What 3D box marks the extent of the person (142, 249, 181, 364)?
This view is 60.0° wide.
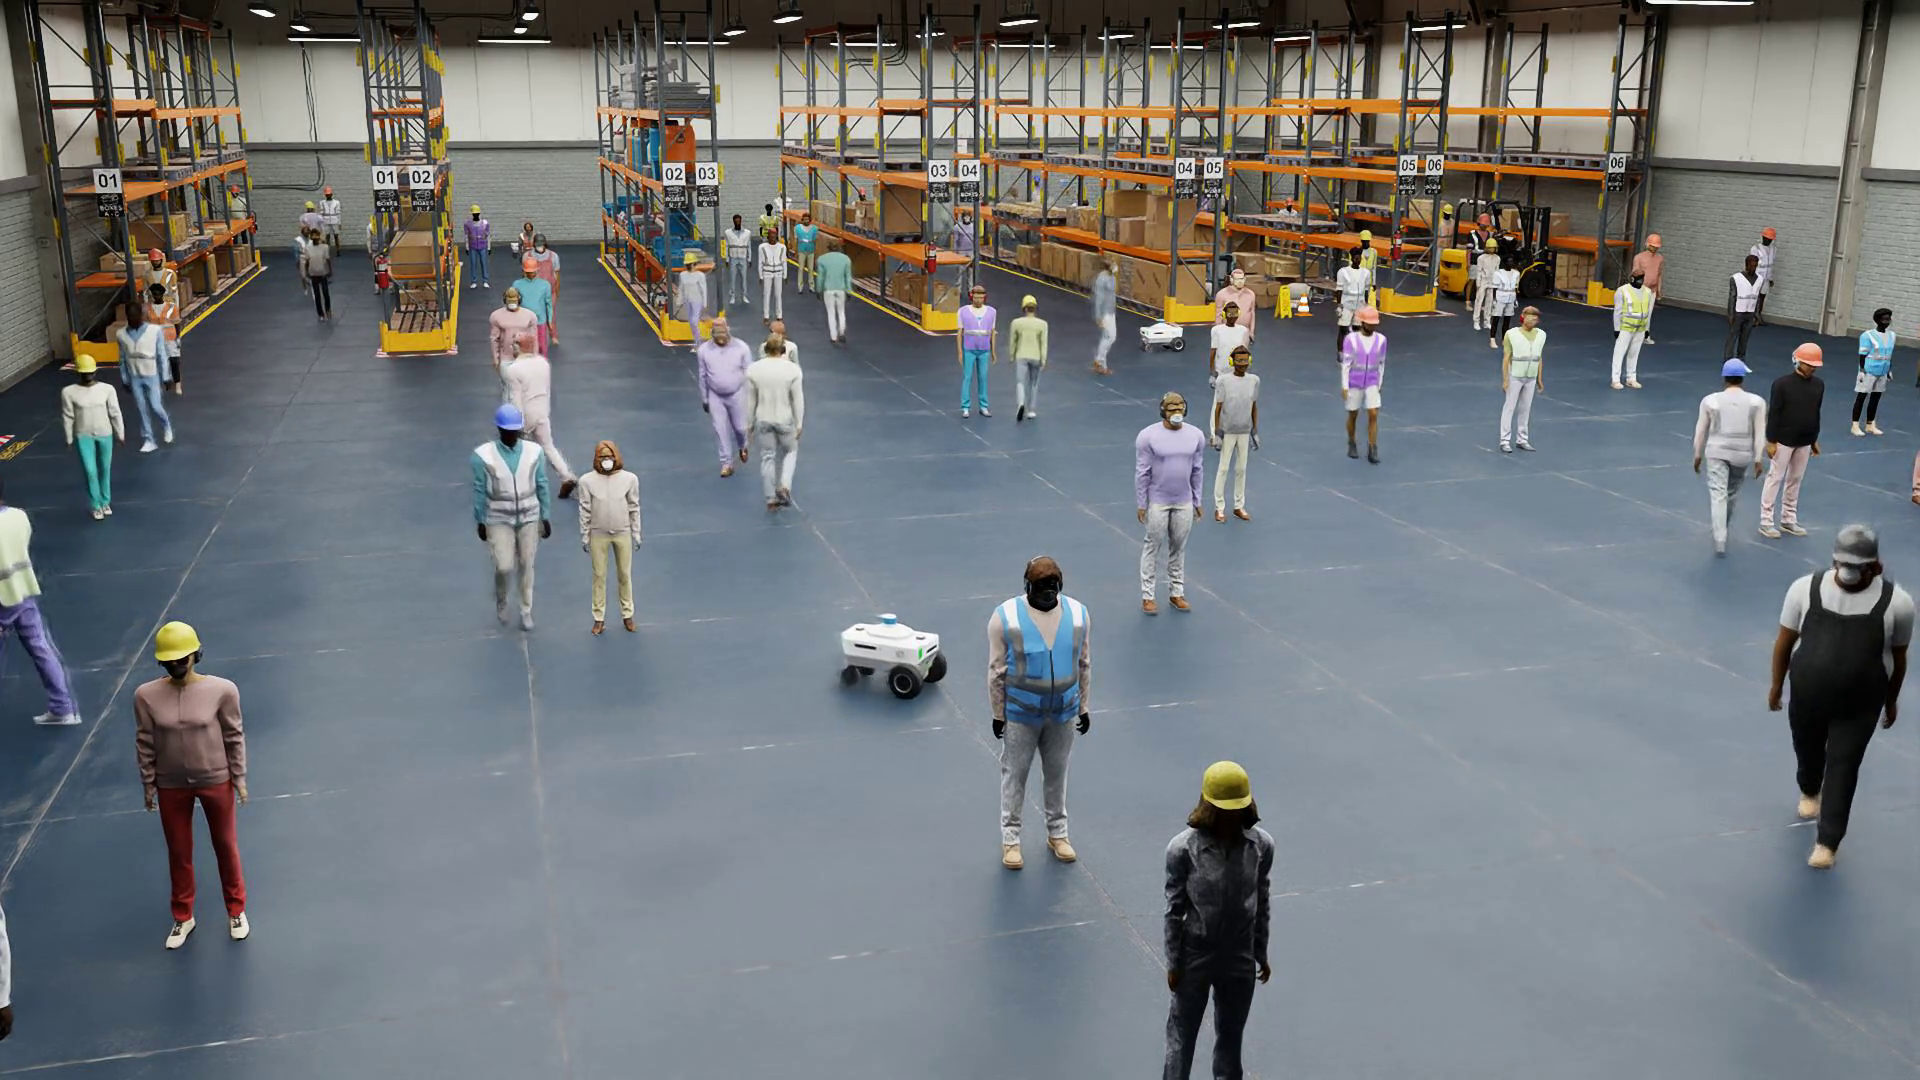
[{"bbox_3d":[-13.321,-3.886,27.757,0.542,1.938,0.358,-4,15,-15],"label":"person"}]

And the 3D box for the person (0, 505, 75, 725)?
[{"bbox_3d":[-6.786,0.413,11.709,0.989,1.863,0.619,2,15,8],"label":"person"}]

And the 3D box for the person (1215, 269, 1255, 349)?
[{"bbox_3d":[4.097,-3.066,24.733,0.639,1.909,0.409,-4,15,-15],"label":"person"}]

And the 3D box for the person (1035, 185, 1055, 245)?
[{"bbox_3d":[2.491,-9.373,48.428,0.613,1.926,0.522,-10,18,-33],"label":"person"}]

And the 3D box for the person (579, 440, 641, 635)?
[{"bbox_3d":[-2.899,-0.026,13.816,0.497,1.633,0.283,-4,15,-15],"label":"person"}]

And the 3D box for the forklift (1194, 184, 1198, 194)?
[{"bbox_3d":[7.392,-11.333,53.972,1.873,2.768,1.129,-4,15,-15],"label":"forklift"}]

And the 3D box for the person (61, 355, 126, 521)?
[{"bbox_3d":[-9.103,-1.075,17.538,0.553,1.736,0.738,-11,18,-36],"label":"person"}]

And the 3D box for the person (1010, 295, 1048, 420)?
[{"bbox_3d":[0.939,-2.492,22.902,0.532,1.739,0.687,1,15,5],"label":"person"}]

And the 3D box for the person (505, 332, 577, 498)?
[{"bbox_3d":[-4.728,-1.381,18.480,0.941,1.872,0.651,8,17,28],"label":"person"}]

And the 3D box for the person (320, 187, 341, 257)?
[{"bbox_3d":[-17.655,-8.915,46.683,0.542,1.938,0.358,-4,15,-15],"label":"person"}]

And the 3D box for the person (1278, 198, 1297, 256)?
[{"bbox_3d":[8.843,-8.345,44.891,0.560,1.752,0.326,-4,15,-15],"label":"person"}]

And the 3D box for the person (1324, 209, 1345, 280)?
[{"bbox_3d":[9.162,-7.212,40.645,0.484,1.744,0.295,-4,15,-15],"label":"person"}]

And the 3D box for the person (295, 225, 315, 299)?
[{"bbox_3d":[-14.542,-6.213,37.100,0.526,1.624,0.530,-8,17,-26],"label":"person"}]

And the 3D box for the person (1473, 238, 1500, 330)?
[{"bbox_3d":[10.173,-4.931,32.065,0.484,1.744,0.295,-4,15,-15],"label":"person"}]

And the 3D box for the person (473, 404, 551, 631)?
[{"bbox_3d":[-3.706,-0.182,13.823,0.622,1.927,0.436,-8,17,-26],"label":"person"}]

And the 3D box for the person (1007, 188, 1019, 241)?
[{"bbox_3d":[1.721,-10.166,51.979,0.348,1.625,0.517,4,15,15],"label":"person"}]

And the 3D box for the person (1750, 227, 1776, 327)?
[{"bbox_3d":[15.636,-5.119,32.417,0.542,1.929,0.368,-4,15,-15],"label":"person"}]

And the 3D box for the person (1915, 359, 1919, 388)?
[{"bbox_3d":[14.999,-3.269,25.454,0.542,1.929,0.368,-4,15,-15],"label":"person"}]

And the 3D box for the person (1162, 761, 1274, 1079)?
[{"bbox_3d":[1.080,1.742,6.955,0.484,1.744,0.295,-4,15,-15],"label":"person"}]

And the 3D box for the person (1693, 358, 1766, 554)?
[{"bbox_3d":[7.564,-0.836,16.394,0.618,1.882,1.057,4,15,14],"label":"person"}]

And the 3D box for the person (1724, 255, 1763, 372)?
[{"bbox_3d":[12.710,-3.671,26.995,0.589,1.915,0.393,-4,15,-15],"label":"person"}]

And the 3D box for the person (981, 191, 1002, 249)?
[{"bbox_3d":[0.846,-9.408,48.997,0.898,1.696,0.513,5,16,18],"label":"person"}]

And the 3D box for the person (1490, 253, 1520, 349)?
[{"bbox_3d":[9.696,-4.254,29.607,0.532,1.696,0.319,-4,15,-15],"label":"person"}]

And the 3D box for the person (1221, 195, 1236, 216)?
[{"bbox_3d":[8.003,-9.654,49.641,0.505,1.846,0.346,-4,15,-15],"label":"person"}]

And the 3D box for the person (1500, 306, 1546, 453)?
[{"bbox_3d":[7.077,-2.028,20.956,0.564,1.838,0.390,-4,15,-15],"label":"person"}]

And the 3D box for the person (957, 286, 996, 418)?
[{"bbox_3d":[0.230,-2.628,23.216,0.564,1.838,0.390,-4,15,-15],"label":"person"}]

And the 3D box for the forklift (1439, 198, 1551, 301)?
[{"bbox_3d":[11.913,-6.508,37.130,2.313,2.155,1.214,-4,15,-15],"label":"forklift"}]

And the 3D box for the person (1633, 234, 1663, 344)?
[{"bbox_3d":[12.420,-4.528,30.079,0.608,1.987,0.388,-4,15,-15],"label":"person"}]

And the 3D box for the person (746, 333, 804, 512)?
[{"bbox_3d":[-1.983,-1.264,17.913,0.643,1.923,0.436,1,15,5],"label":"person"}]

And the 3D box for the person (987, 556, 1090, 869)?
[{"bbox_3d":[0.469,0.986,9.611,0.623,1.844,0.429,-4,15,-15],"label":"person"}]

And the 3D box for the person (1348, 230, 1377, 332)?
[{"bbox_3d":[7.683,-4.941,31.749,0.584,1.927,0.367,-4,15,-15],"label":"person"}]

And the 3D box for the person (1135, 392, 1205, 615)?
[{"bbox_3d":[1.808,-0.321,14.342,0.628,1.940,0.373,-4,15,-15],"label":"person"}]

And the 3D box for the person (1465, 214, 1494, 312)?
[{"bbox_3d":[10.843,-5.779,34.698,0.605,2.035,0.384,-4,15,-15],"label":"person"}]

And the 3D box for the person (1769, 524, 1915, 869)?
[{"bbox_3d":[5.198,0.820,9.853,0.690,2.000,0.982,10,18,34],"label":"person"}]

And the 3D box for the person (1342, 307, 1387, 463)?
[{"bbox_3d":[4.941,-1.889,20.315,0.559,1.897,0.884,0,15,1],"label":"person"}]

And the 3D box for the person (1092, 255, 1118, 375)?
[{"bbox_3d":[2.372,-3.590,26.648,0.436,1.927,0.640,6,16,22],"label":"person"}]
